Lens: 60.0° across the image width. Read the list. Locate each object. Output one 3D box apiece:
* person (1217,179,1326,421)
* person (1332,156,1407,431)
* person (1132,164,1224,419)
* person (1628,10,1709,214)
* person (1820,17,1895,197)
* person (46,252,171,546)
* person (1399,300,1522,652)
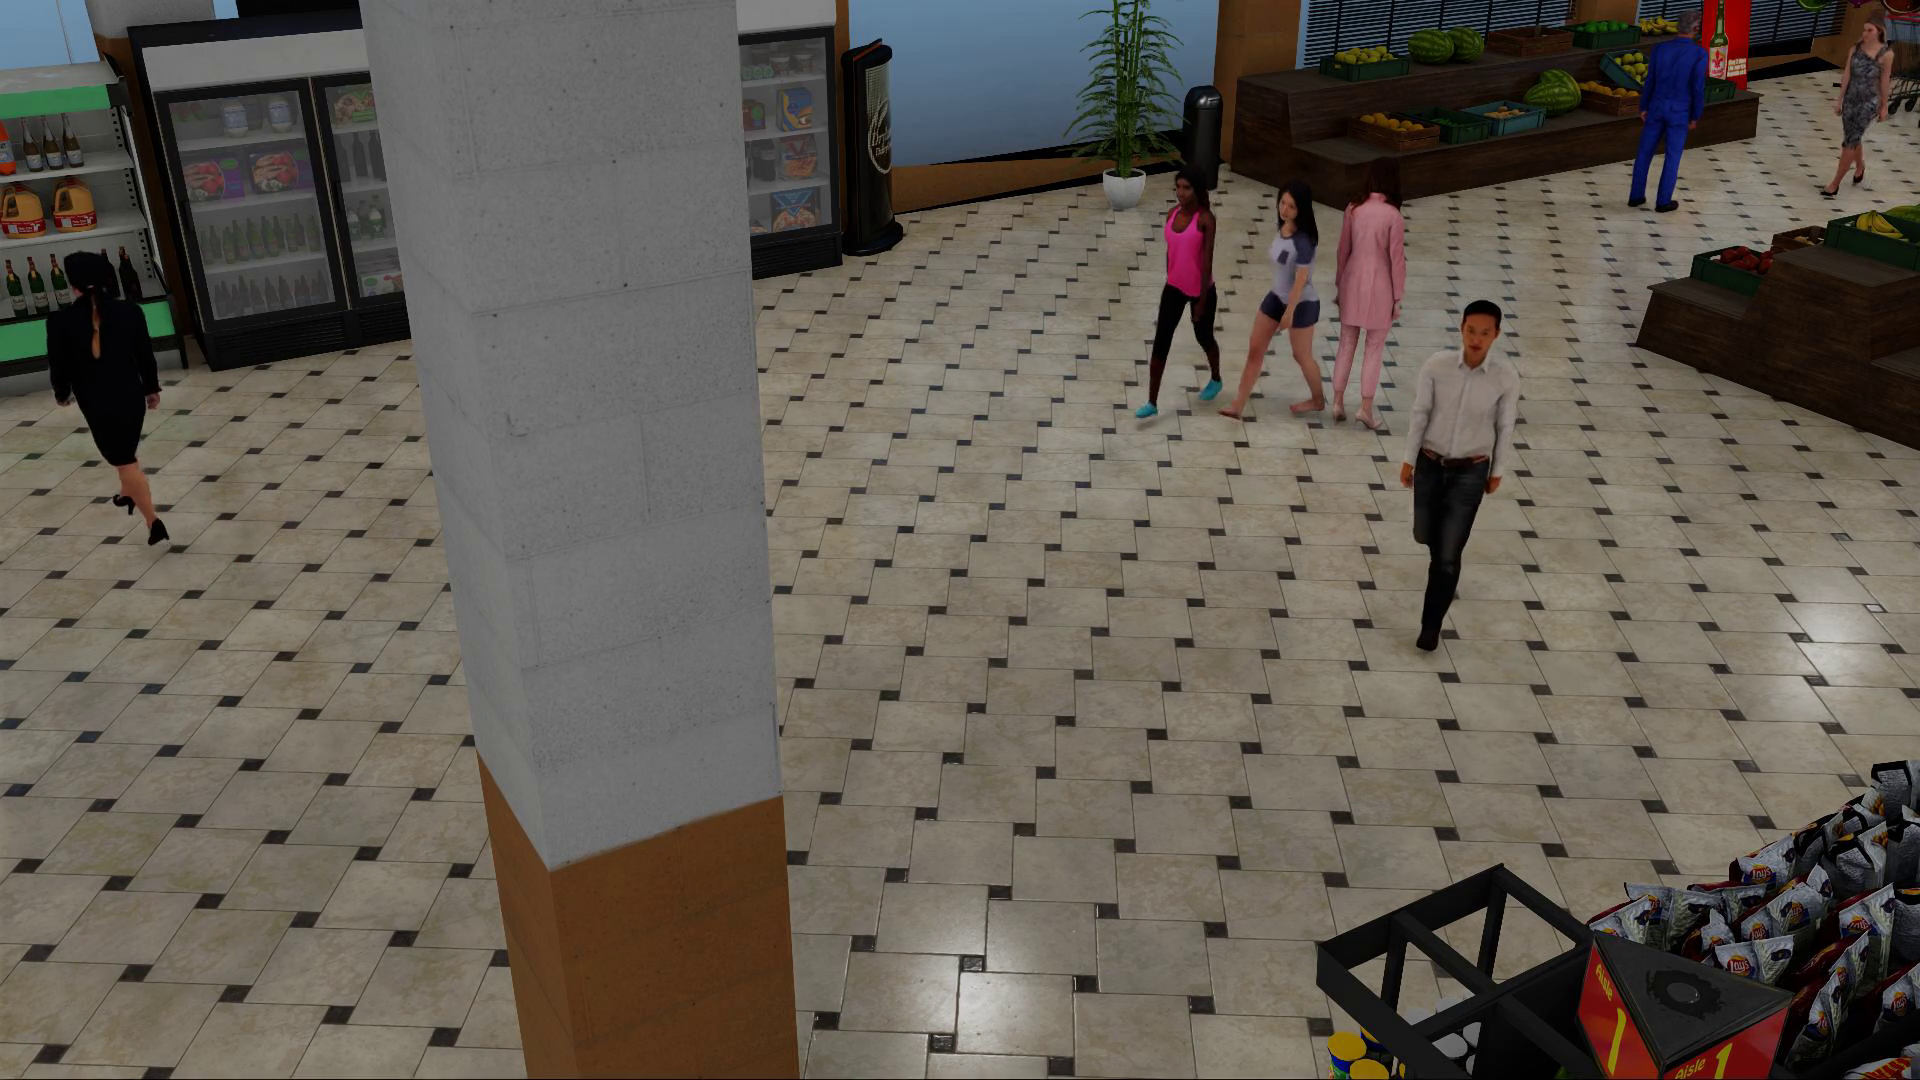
[{"bbox_3d":[2.216,-1.548,10.892,1.109,1.653,0.771,-6,28,-12],"label":"person"},{"bbox_3d":[2.638,-1.590,10.812,0.683,1.801,0.644,20,33,34],"label":"person"},{"bbox_3d":[1.583,-1.647,11.056,0.839,1.682,1.173,20,33,34],"label":"person"},{"bbox_3d":[6.635,-4.012,15.562,0.787,1.824,0.686,22,34,37],"label":"person"},{"bbox_3d":[8.774,-4.193,16.104,1.171,1.657,0.669,-19,33,-33],"label":"person"},{"bbox_3d":[-4.725,-0.730,9.308,0.960,1.627,1.124,23,35,37],"label":"person"},{"bbox_3d":[2.506,-0.379,8.441,1.016,1.787,1.188,13,30,23],"label":"person"}]
